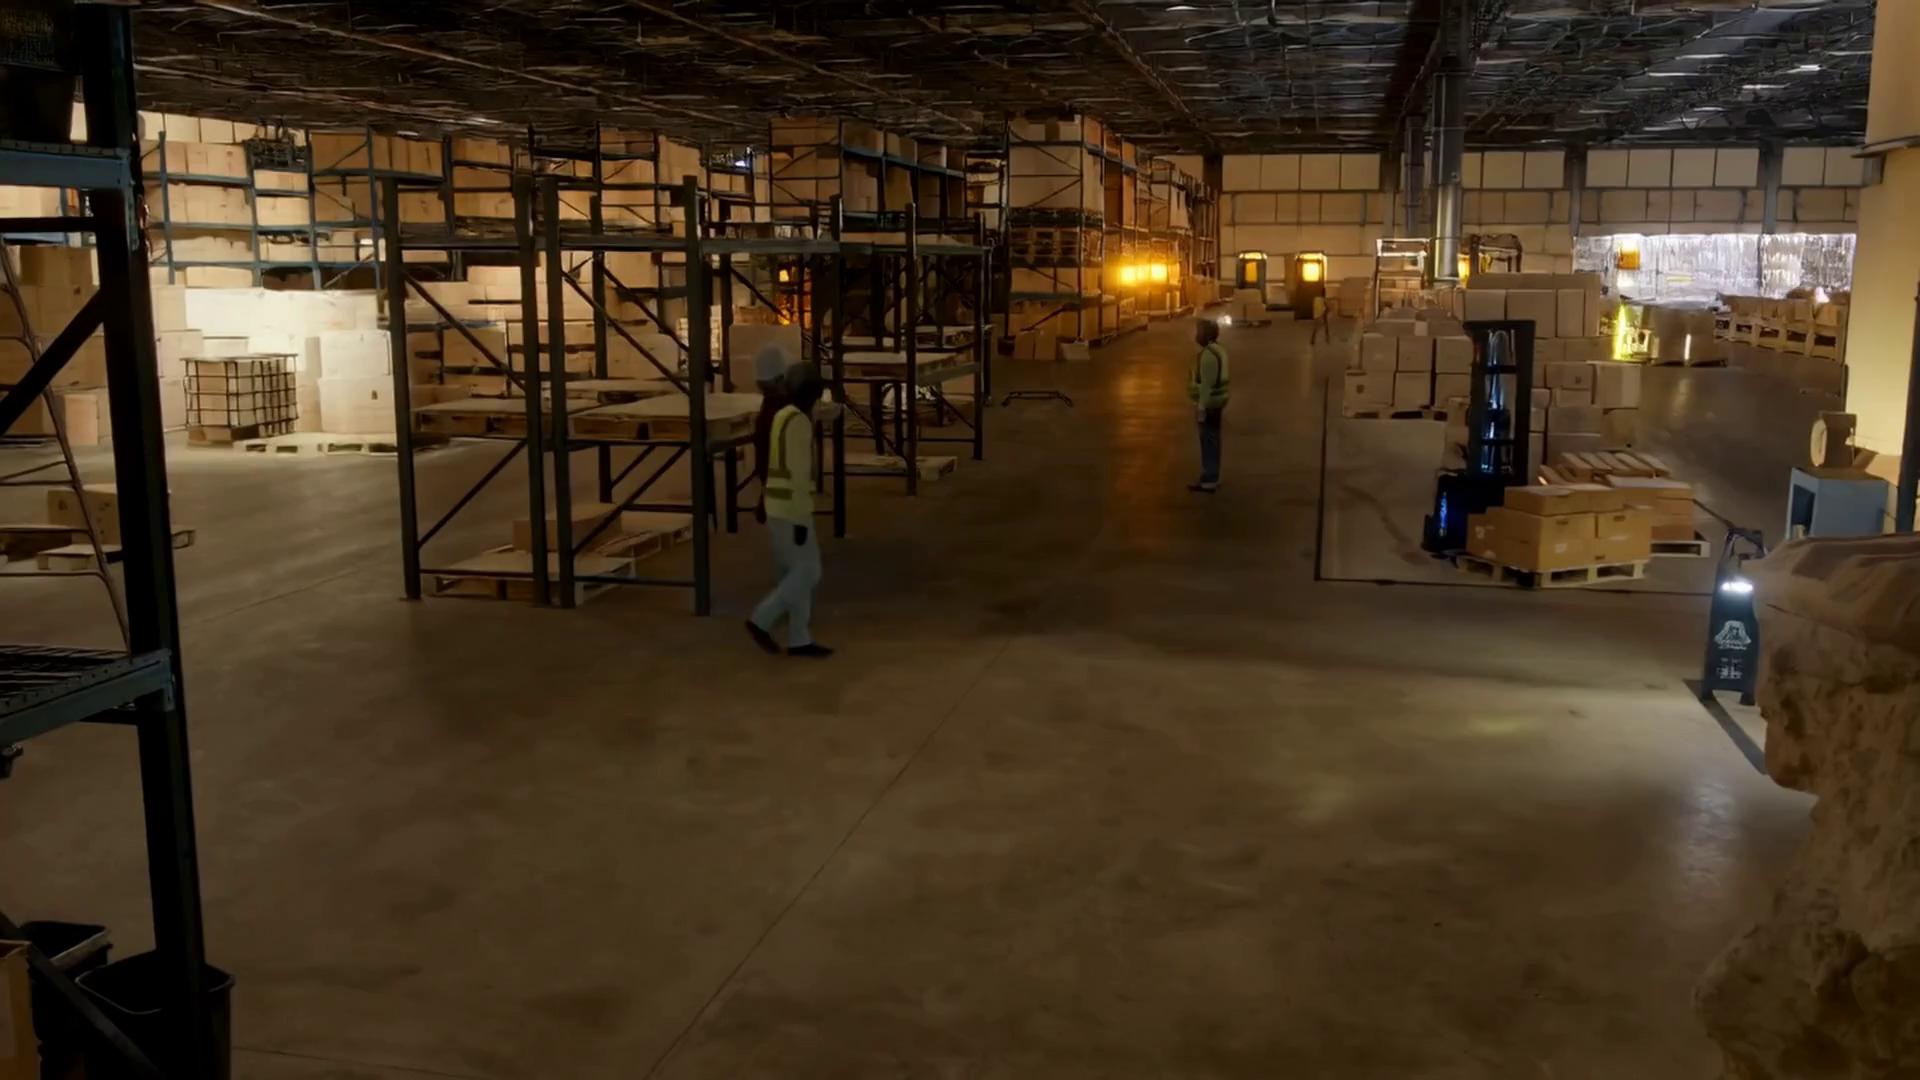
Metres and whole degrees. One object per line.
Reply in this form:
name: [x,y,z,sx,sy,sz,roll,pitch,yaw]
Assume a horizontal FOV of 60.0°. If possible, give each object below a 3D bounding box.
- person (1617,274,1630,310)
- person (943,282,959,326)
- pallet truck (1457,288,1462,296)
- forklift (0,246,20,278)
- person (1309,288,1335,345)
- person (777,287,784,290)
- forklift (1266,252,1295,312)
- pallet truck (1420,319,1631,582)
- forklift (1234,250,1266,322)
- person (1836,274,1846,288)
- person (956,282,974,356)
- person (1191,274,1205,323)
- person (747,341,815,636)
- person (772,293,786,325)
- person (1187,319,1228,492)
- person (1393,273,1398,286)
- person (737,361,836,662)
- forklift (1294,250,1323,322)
person: [28.824,-10.650,72.318,0.569,1.847,0.377,-2,10,-10]
person: [-0.309,-6.264,46.343,0.647,1.859,0.987,3,10,18]
pallet truck: [20.506,-9.785,68.819,0.653,1.274,1.630,2,10,12]
forklift: [-25.098,-6.365,43.899,1.129,2.768,1.873,6,11,33]
person: [10.493,-6.480,48.183,0.857,1.648,0.544,-6,11,-33]
person: [-7.586,-10.123,69.485,0.525,1.752,0.455,1,10,8]
forklift: [15.345,-12.067,77.662,1.873,2.768,1.129,3,10,16]
pallet truck: [4.543,-0.757,13.299,0.823,1.965,1.885,-4,10,-22]
forklift: [11.005,-9.575,62.903,1.129,2.768,1.873,2,10,12]
person: [39.384,-10.976,74.345,0.596,1.823,0.447,-9,13,-43]
person: [0.169,-5.701,42.907,0.559,1.886,1.020,0,10,3]
person: [9.211,-9.371,64.585,0.650,1.904,0.401,-6,11,-33]
person: [-1.164,-0.340,11.005,0.414,1.948,0.721,1,10,4]
person: [-4.227,-4.921,38.846,0.318,1.697,0.535,0,10,1]
person: [2.630,-1.429,17.738,0.430,1.845,0.620,4,10,20]
person: [23.071,-13.276,88.220,0.485,1.735,0.346,-7,12,-37]
person: [-1.086,-0.167,10.229,0.521,1.852,0.641,-3,10,-19]
forklift: [13.778,-10.002,65.433,1.129,2.768,1.873,2,10,12]
